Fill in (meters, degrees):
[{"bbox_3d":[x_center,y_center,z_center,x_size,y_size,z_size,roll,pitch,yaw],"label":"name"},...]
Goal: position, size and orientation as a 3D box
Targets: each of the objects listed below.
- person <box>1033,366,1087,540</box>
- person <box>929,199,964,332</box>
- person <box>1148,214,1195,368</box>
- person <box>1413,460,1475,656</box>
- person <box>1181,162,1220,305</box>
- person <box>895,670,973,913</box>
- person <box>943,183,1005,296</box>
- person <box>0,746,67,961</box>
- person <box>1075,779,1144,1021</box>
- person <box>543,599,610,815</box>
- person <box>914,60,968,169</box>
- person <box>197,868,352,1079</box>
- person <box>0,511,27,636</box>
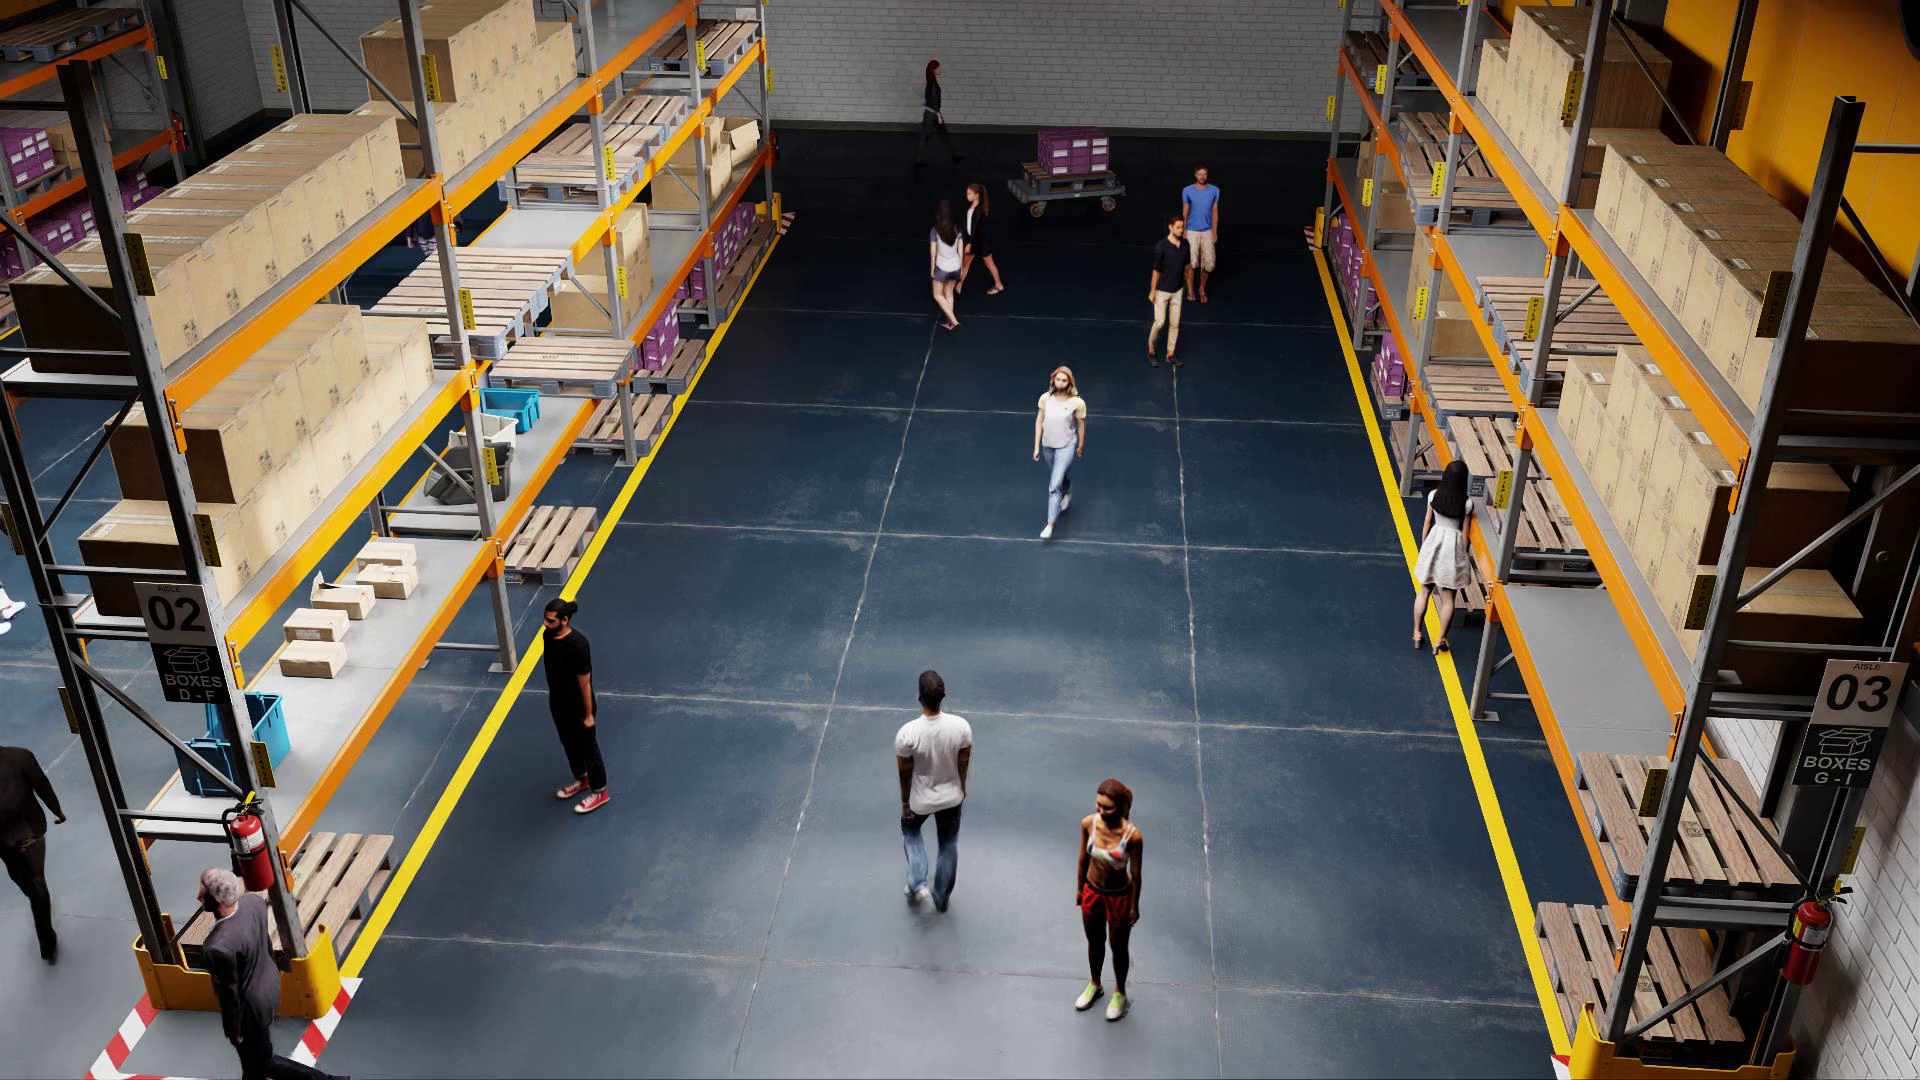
[{"bbox_3d":[0.983,-0.918,16.172,0.886,1.666,1.277,11,30,19],"label":"person"},{"bbox_3d":[-0.143,-3.341,20.592,0.824,1.687,0.901,-15,32,-25],"label":"person"},{"bbox_3d":[2.458,-2.987,19.770,0.800,1.853,0.802,-12,31,-21],"label":"person"},{"bbox_3d":[4.110,0.143,14.119,0.775,1.769,0.798,18,34,30],"label":"person"},{"bbox_3d":[3.112,-4.050,21.721,0.658,1.850,0.696,1,29,2],"label":"person"},{"bbox_3d":[-0.154,1.746,11.100,0.747,1.847,0.728,-5,29,-10],"label":"person"},{"bbox_3d":[0.324,-3.929,21.852,0.884,1.513,1.069,-10,30,-17],"label":"person"},{"bbox_3d":[-6.147,1.954,10.806,1.035,1.762,1.229,-12,31,-21],"label":"person"},{"bbox_3d":[0.927,2.212,10.310,0.647,1.786,0.648,14,32,24],"label":"person"},{"bbox_3d":[-2.832,1.191,12.210,0.710,1.756,0.734,21,35,33],"label":"person"},{"bbox_3d":[-0.538,-6.884,27.037,0.740,1.735,1.050,0,29,0],"label":"person"},{"bbox_3d":[-3.992,2.630,9.512,0.876,1.814,1.069,-1,29,-2],"label":"person"},{"bbox_3d":[-8.518,0.050,14.257,0.831,1.801,0.903,7,29,13],"label":"person"}]
